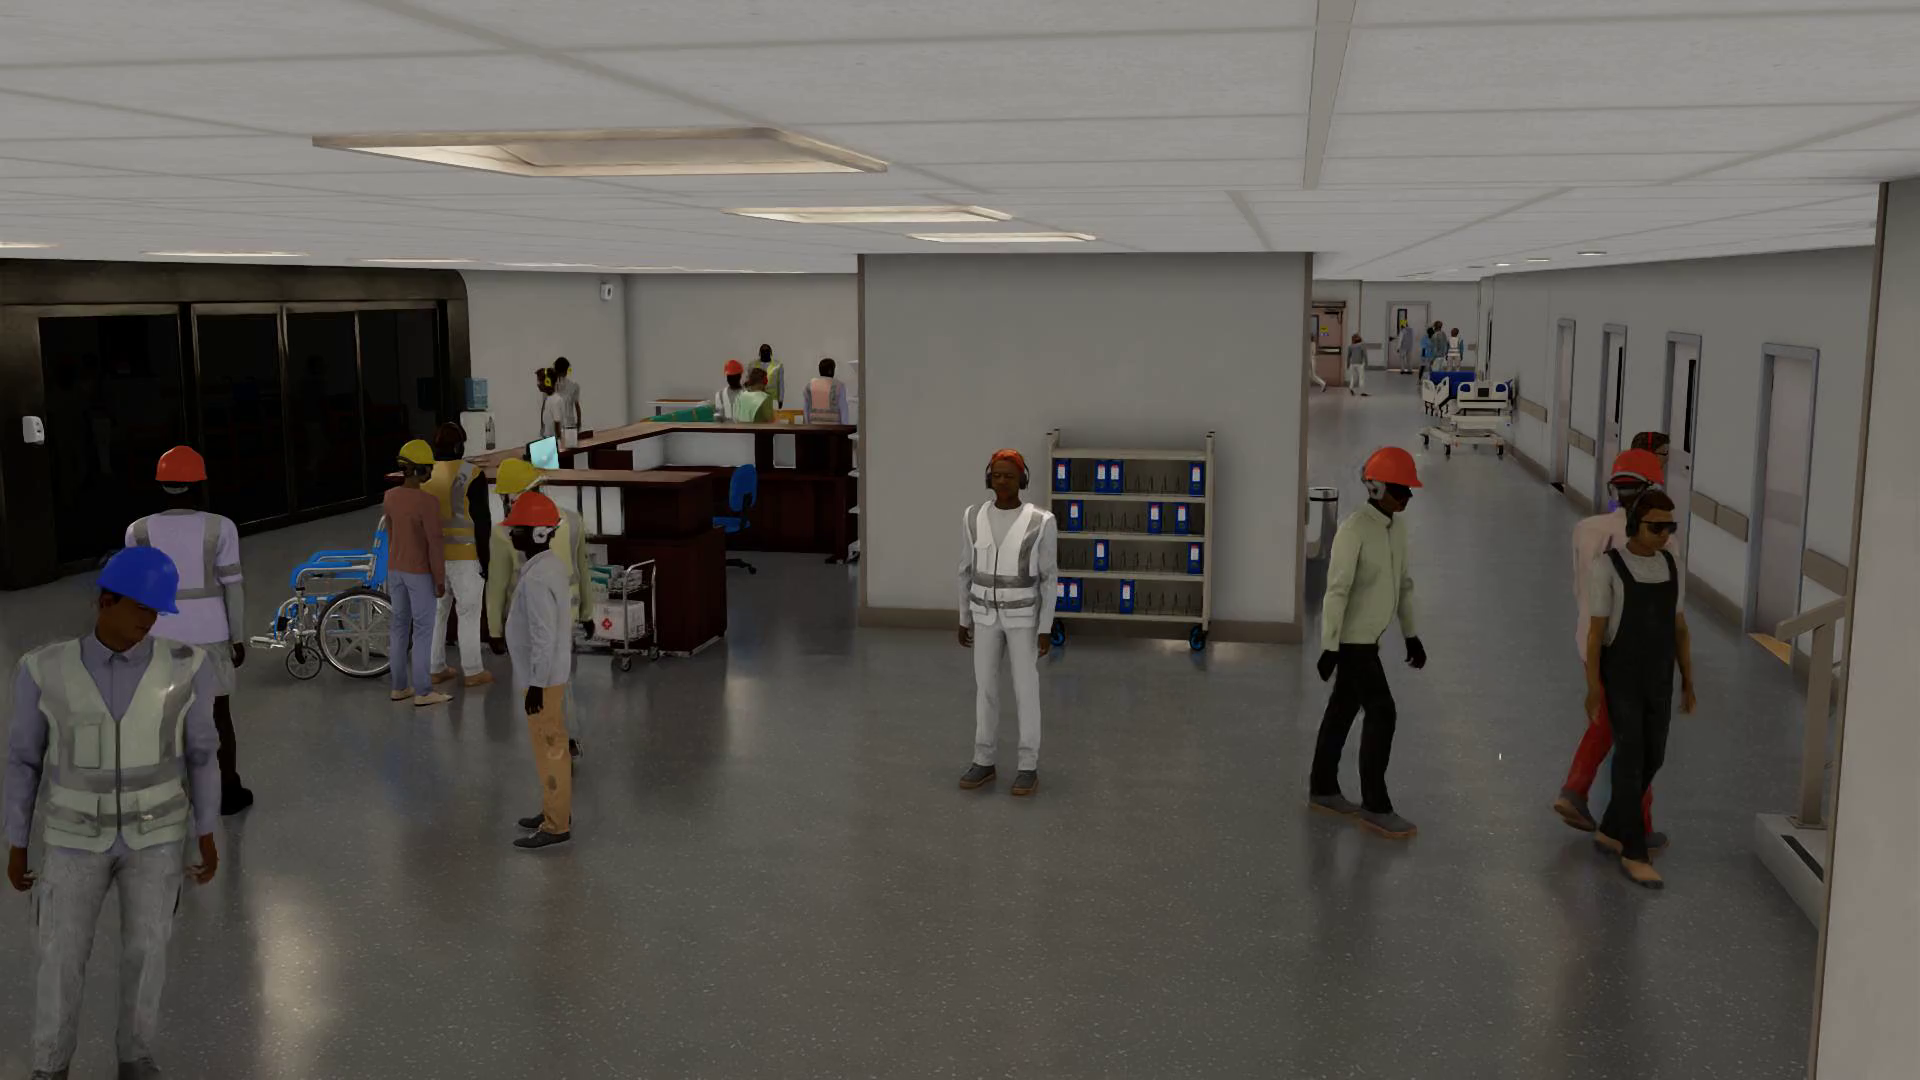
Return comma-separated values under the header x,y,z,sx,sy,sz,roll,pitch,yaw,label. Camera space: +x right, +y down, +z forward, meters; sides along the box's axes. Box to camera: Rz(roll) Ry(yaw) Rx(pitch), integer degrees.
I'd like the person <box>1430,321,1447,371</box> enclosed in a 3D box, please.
x,y,z,sx,sy,sz,roll,pitch,yaw,label
12.327,-4.694,42.971,0.372,1.940,0.630,7,11,38,person

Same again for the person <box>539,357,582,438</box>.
x,y,z,sx,sy,sz,roll,pitch,yaw,label
-5.329,-1.514,22.182,0.575,1.845,0.468,-2,9,-14,person

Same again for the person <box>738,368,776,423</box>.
x,y,z,sx,sy,sz,roll,pitch,yaw,label
-2.356,-1.107,19.545,0.499,1.819,0.604,-6,10,-34,person

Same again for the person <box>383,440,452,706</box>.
x,y,z,sx,sy,sz,roll,pitch,yaw,label
-3.590,0.213,11.012,0.518,1.756,0.342,5,10,31,person

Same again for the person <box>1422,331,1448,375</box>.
x,y,z,sx,sy,sz,roll,pitch,yaw,label
15.186,-6.083,53.007,0.942,1.683,0.502,2,9,12,person

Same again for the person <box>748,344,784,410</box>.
x,y,z,sx,sy,sz,roll,pitch,yaw,label
-3.259,-2.370,27.908,0.625,1.837,0.430,1,9,4,person

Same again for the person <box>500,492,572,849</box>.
x,y,z,sx,sy,sz,roll,pitch,yaw,label
-2.078,0.632,8.217,0.319,1.755,0.573,-1,9,-9,person

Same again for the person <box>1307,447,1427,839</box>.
x,y,z,sx,sy,sz,roll,pitch,yaw,label
2.115,0.504,8.420,0.815,1.952,0.624,6,10,33,person

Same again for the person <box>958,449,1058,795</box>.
x,y,z,sx,sy,sz,roll,pitch,yaw,label
0.247,0.441,9.071,0.574,1.884,0.356,4,9,25,person

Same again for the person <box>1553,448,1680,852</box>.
x,y,z,sx,sy,sz,roll,pitch,yaw,label
3.239,0.537,8.145,0.501,1.967,0.639,-5,10,-30,person

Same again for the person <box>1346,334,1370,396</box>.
x,y,z,sx,sy,sz,roll,pitch,yaw,label
10.241,-4.487,42.690,0.664,1.605,0.336,6,11,36,person

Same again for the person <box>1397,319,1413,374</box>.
x,y,z,sx,sy,sz,roll,pitch,yaw,label
14.369,-6.220,53.631,0.605,1.793,0.422,-6,10,-33,person

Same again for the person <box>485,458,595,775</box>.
x,y,z,sx,sy,sz,roll,pitch,yaw,label
-2.392,0.435,9.369,0.537,1.804,0.618,8,12,42,person

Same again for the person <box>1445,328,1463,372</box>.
x,y,z,sx,sy,sz,roll,pitch,yaw,label
14.170,-5.256,47.687,0.511,1.641,0.308,4,10,27,person

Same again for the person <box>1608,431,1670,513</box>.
x,y,z,sx,sy,sz,roll,pitch,yaw,label
4.360,0.207,10.802,0.385,1.836,0.559,1,9,10,person

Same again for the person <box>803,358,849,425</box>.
x,y,z,sx,sy,sz,roll,pitch,yaw,label
-1.737,-1.466,21.873,0.633,1.843,0.429,4,9,22,person

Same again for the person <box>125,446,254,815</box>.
x,y,z,sx,sy,sz,roll,pitch,yaw,label
-3.995,0.480,8.632,0.547,1.938,0.378,-2,9,-13,person

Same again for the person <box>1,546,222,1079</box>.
x,y,z,sx,sy,sz,roll,pitch,yaw,label
-2.803,0.968,5.527,0.668,1.910,0.397,-4,10,-27,person

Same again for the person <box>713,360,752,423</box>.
x,y,z,sx,sy,sz,roll,pitch,yaw,label
-2.773,-1.285,20.561,0.559,1.886,1.017,3,9,19,person

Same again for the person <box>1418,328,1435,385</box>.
x,y,z,sx,sy,sz,roll,pitch,yaw,label
13.445,-5.252,47.629,0.546,1.645,0.777,-5,10,-31,person

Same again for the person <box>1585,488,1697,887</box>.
x,y,z,sx,sy,sz,roll,pitch,yaw,label
3.163,0.667,7.742,0.541,1.835,0.507,-3,9,-17,person

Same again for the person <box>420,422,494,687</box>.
x,y,z,sx,sy,sz,roll,pitch,yaw,label
-3.496,0.104,11.502,0.619,1.836,0.430,3,9,21,person
